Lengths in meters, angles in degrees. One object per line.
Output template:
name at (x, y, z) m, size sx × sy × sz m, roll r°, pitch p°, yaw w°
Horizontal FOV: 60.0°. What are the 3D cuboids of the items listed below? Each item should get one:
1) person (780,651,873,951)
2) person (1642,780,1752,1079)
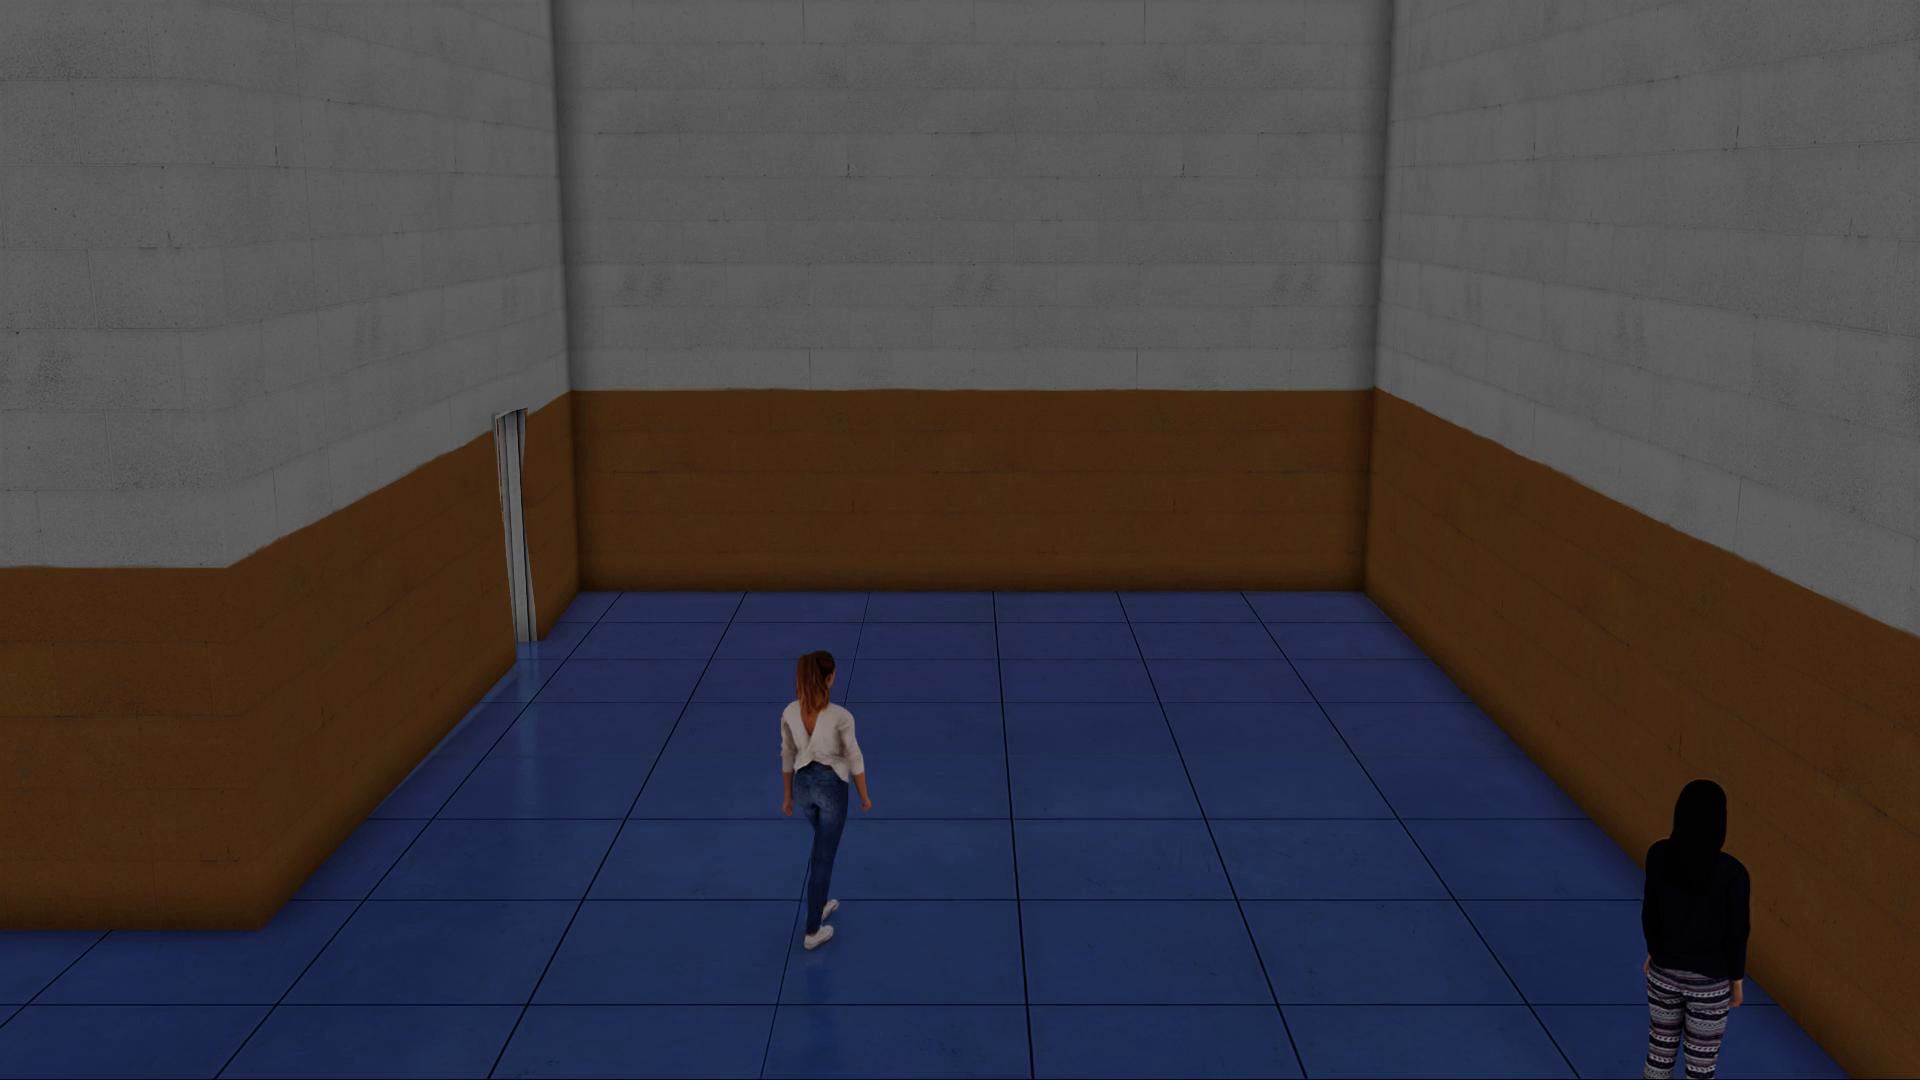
person at (-0.821, 1.489, 9.393) m, size 0.830 × 1.701 × 0.863 m, roll 7°, pitch 14°, yaw 30°
person at (3.248, 1.892, 7.400) m, size 0.729 × 1.734 × 0.672 m, roll -11°, pitch 16°, yaw -43°
